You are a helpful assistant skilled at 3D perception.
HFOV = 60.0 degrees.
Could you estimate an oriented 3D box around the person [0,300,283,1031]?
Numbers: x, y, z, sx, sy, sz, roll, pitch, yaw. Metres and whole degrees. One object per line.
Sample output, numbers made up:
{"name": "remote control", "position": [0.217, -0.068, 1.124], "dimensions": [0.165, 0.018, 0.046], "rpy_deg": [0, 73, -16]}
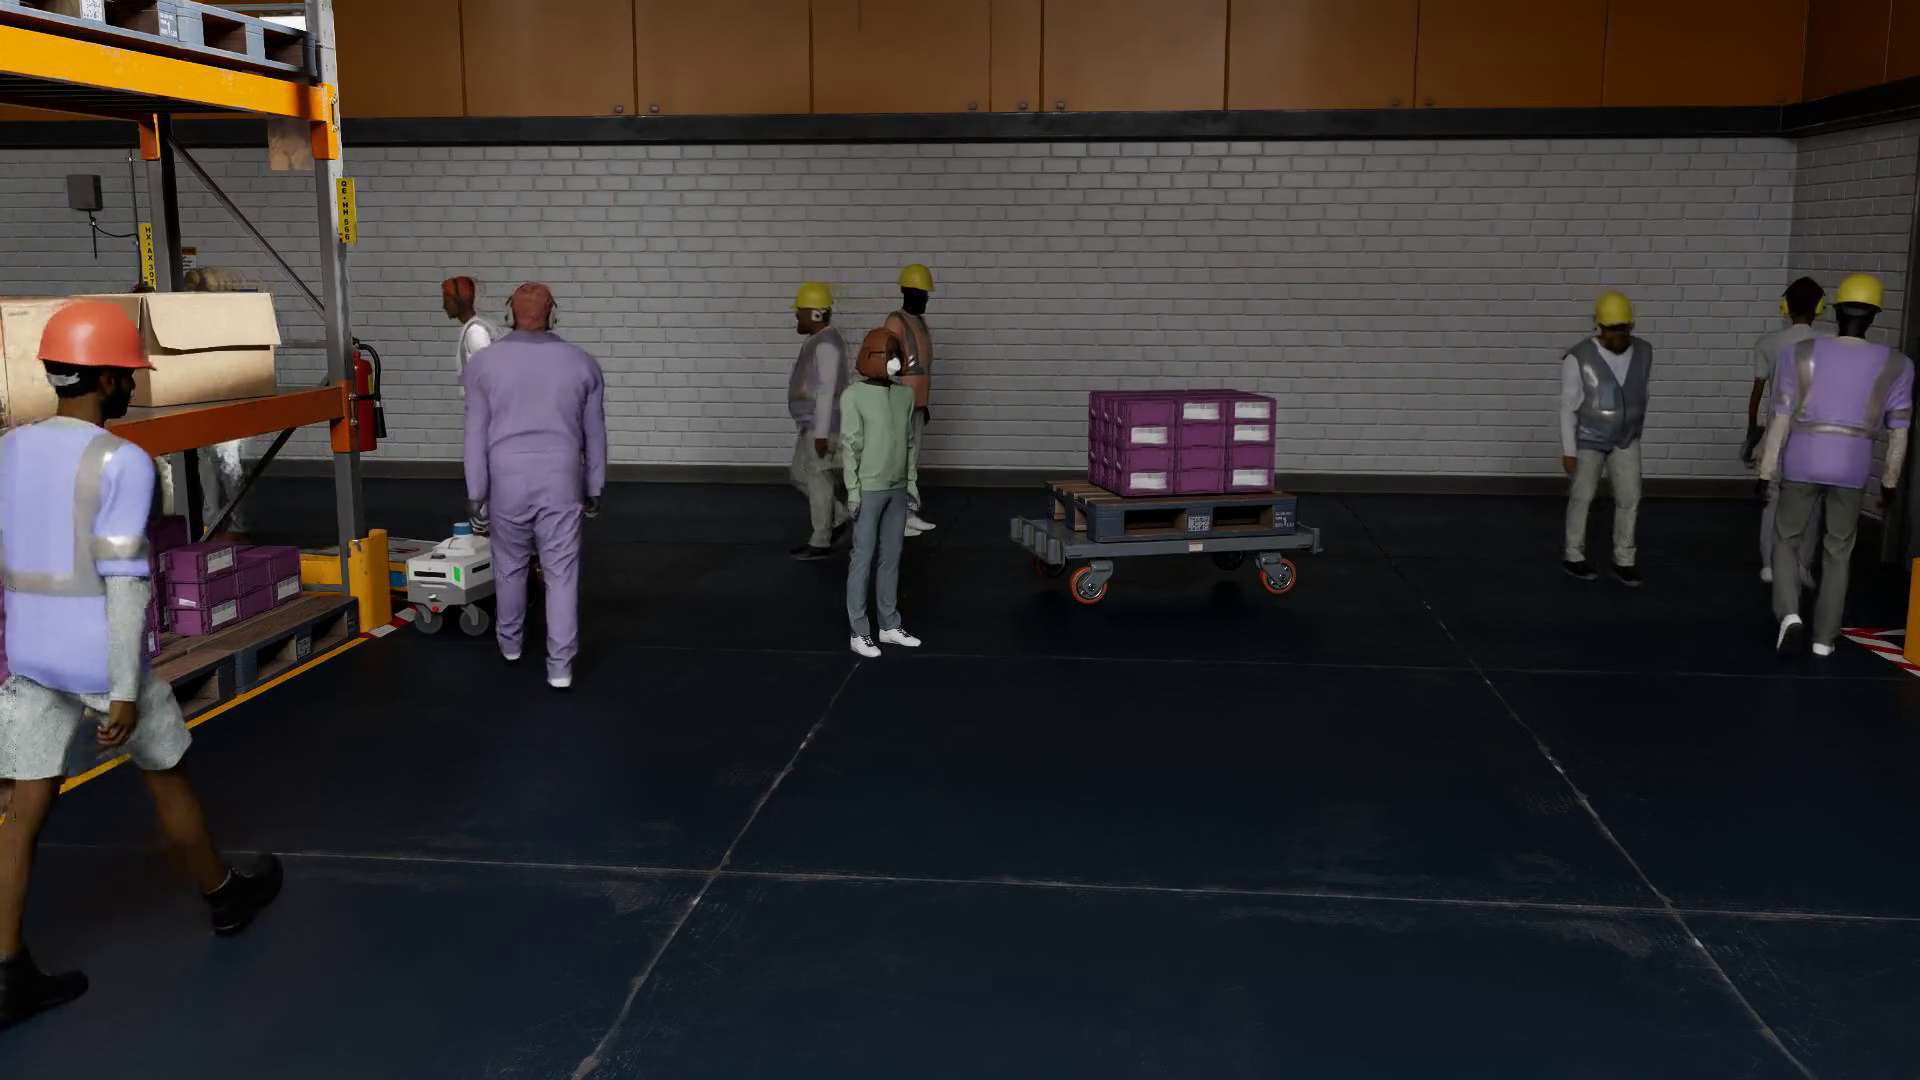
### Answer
{"name": "person", "position": [-2.348, 0.297, 4.557], "dimensions": [0.556, 1.879, 0.975], "rpy_deg": [3, 10, 16]}

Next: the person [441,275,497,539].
{"name": "person", "position": [-3.178, -0.893, 11.452], "dimensions": [0.697, 1.858, 0.611], "rpy_deg": [-3, 10, -16]}

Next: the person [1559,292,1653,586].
{"name": "person", "position": [3.888, -0.601, 10.030], "dimensions": [0.614, 1.772, 0.698], "rpy_deg": [-1, 10, -5]}

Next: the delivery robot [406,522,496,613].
{"name": "delivery robot", "position": [-2.661, 0.149, 8.940], "dimensions": [0.477, 0.478, 0.707], "rpy_deg": [2, 10, 14]}

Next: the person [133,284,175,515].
{"name": "person", "position": [-5.148, -0.692, 10.428], "dimensions": [0.572, 1.822, 0.938], "rpy_deg": [2, 10, 9]}

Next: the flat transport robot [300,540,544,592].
{"name": "flat transport robot", "position": [-3.270, 0.161, 9.953], "dimensions": [1.431, 0.197, 0.652], "rpy_deg": [4, 11, 24]}

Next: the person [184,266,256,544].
{"name": "person", "position": [-5.200, -0.901, 11.378], "dimensions": [0.735, 1.919, 0.641], "rpy_deg": [-1, 10, -7]}

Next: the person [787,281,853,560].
{"name": "person", "position": [-0.924, -0.767, 10.820], "dimensions": [0.413, 1.821, 0.614], "rpy_deg": [-2, 10, -10]}

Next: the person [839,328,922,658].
{"name": "person", "position": [-0.392, -0.243, 8.359], "dimensions": [0.284, 1.636, 0.500], "rpy_deg": [9, 13, 40]}

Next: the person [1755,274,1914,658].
{"name": "person", "position": [4.220, -0.326, 8.059], "dimensions": [0.643, 1.903, 0.768], "rpy_deg": [5, 11, 25]}

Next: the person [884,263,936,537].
{"name": "person", "position": [-0.343, -0.993, 11.826], "dimensions": [0.381, 1.923, 0.592], "rpy_deg": [3, 10, 18]}

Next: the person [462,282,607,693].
{"name": "person", "position": [-1.998, -0.263, 7.820], "dimensions": [0.665, 1.863, 0.980], "rpy_deg": [-3, 10, -18]}

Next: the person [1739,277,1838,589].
{"name": "person", "position": [5.008, -0.636, 10.004], "dimensions": [0.574, 1.879, 0.429], "rpy_deg": [7, 12, 34]}
